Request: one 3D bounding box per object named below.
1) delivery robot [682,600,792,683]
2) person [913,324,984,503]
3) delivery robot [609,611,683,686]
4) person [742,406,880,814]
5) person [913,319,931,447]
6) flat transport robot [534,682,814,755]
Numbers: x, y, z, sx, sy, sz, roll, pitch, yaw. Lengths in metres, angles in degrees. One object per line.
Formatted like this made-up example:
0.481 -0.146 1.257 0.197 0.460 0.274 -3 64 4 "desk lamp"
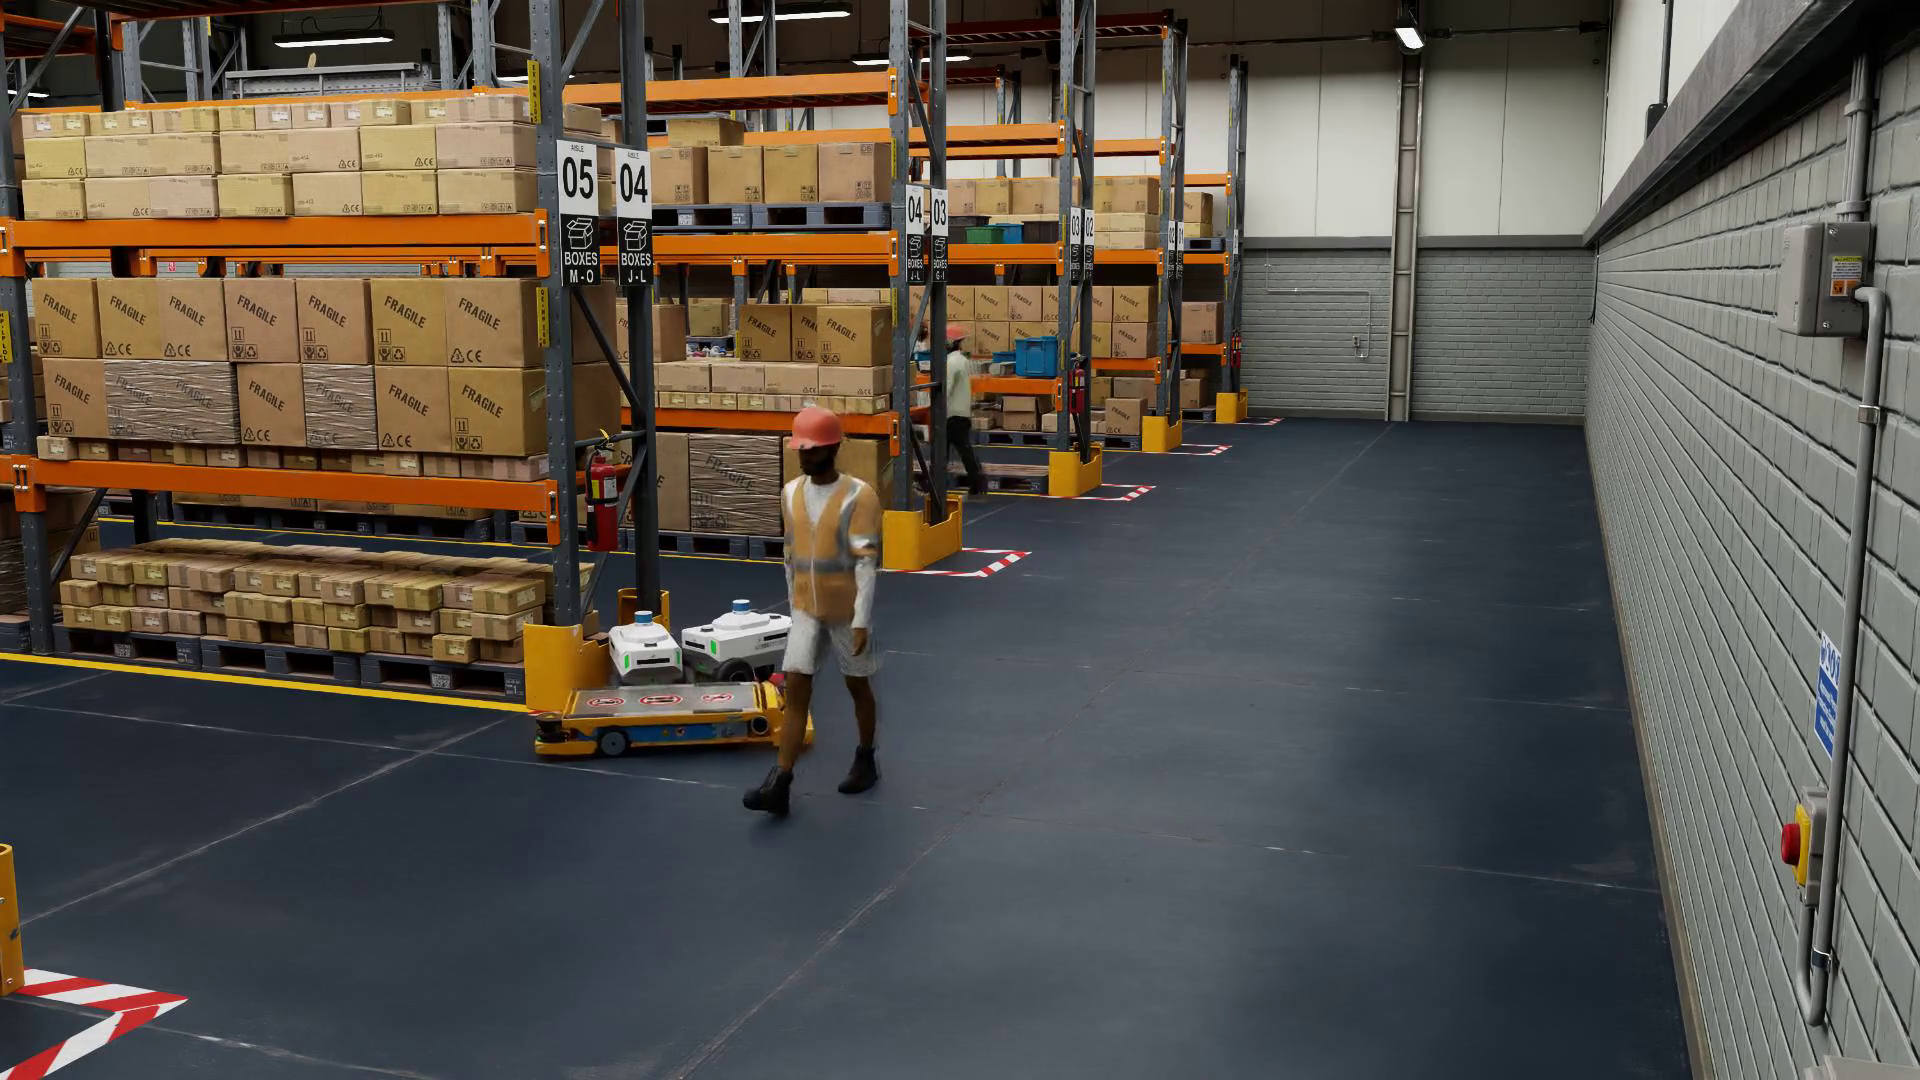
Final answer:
-1.299 0.599 9.915 0.477 0.478 0.707 9 12 43 "delivery robot"
-0.170 -1.379 18.211 0.990 1.942 0.647 2 9 14 "person"
-1.818 0.652 9.585 0.477 0.478 0.707 -3 10 -18 "delivery robot"
-0.646 0.328 7.733 0.568 1.884 0.978 5 10 27 "person"
-0.640 -2.246 23.903 0.771 1.862 0.587 3 9 16 "person"
-1.521 0.945 8.928 1.431 0.197 0.652 -1 9 -8 "flat transport robot"
